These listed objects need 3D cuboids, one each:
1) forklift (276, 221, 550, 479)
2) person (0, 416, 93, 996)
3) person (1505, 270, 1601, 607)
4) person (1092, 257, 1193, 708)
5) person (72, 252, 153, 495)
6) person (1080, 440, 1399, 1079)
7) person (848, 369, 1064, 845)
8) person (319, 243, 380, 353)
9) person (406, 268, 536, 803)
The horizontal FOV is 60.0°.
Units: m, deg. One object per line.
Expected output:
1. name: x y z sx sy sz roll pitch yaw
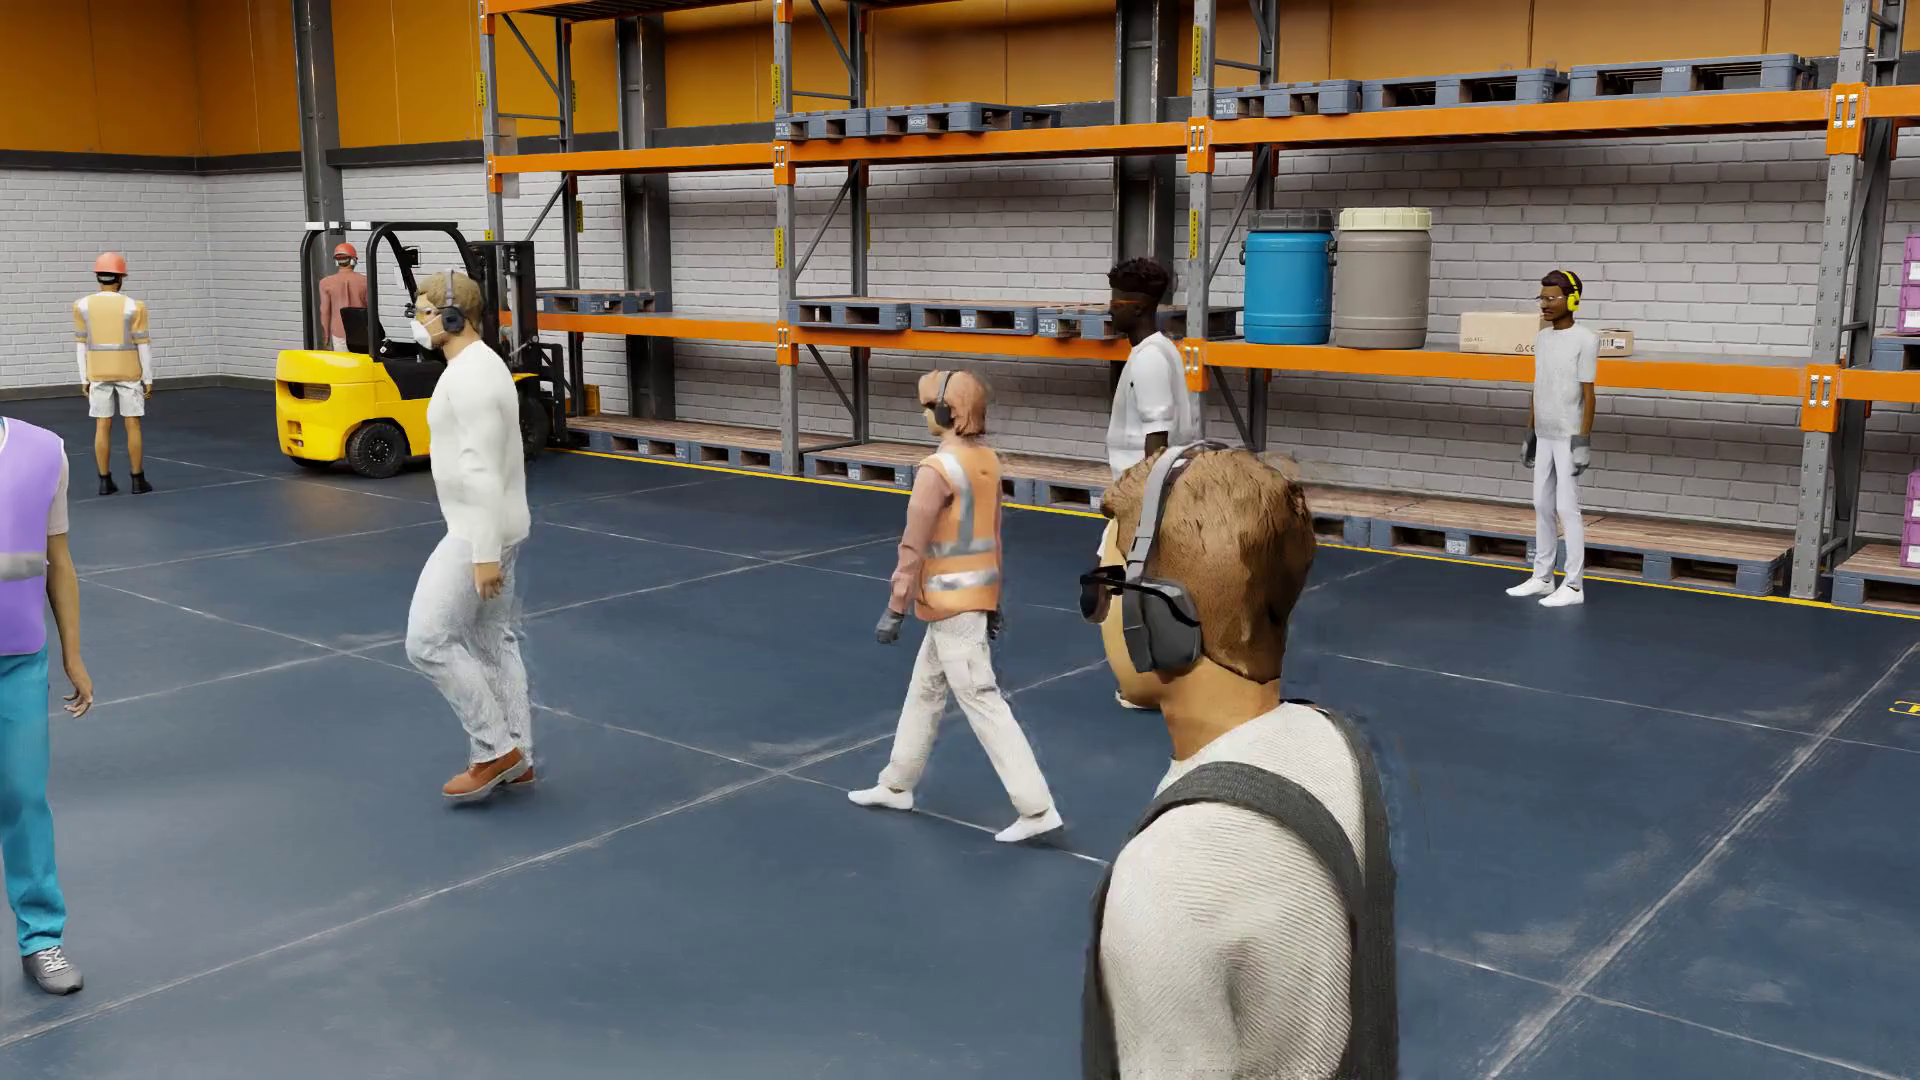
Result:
1. forklift: -4.922 -1.741 14.854 1.214 2.155 2.313 8 13 38
2. person: -2.606 0.327 4.359 0.569 1.843 0.374 -8 13 -39
3. person: 3.324 -0.562 9.258 0.317 1.860 0.516 -3 11 -18
4. person: 0.798 -0.223 7.125 0.443 1.951 0.612 3 11 15
5. person: -6.724 -1.315 13.249 0.549 1.925 0.406 -2 11 -14
6. person: 0.332 0.812 1.732 0.538 1.828 0.512 6 12 30
7. person: -0.004 0.219 5.635 0.852 1.600 0.511 4 11 20
8. person: -6.728 -2.275 18.388 0.608 1.986 0.391 -3 11 -17
9. person: -1.766 0.004 5.930 0.486 1.919 0.662 -3 11 -14
